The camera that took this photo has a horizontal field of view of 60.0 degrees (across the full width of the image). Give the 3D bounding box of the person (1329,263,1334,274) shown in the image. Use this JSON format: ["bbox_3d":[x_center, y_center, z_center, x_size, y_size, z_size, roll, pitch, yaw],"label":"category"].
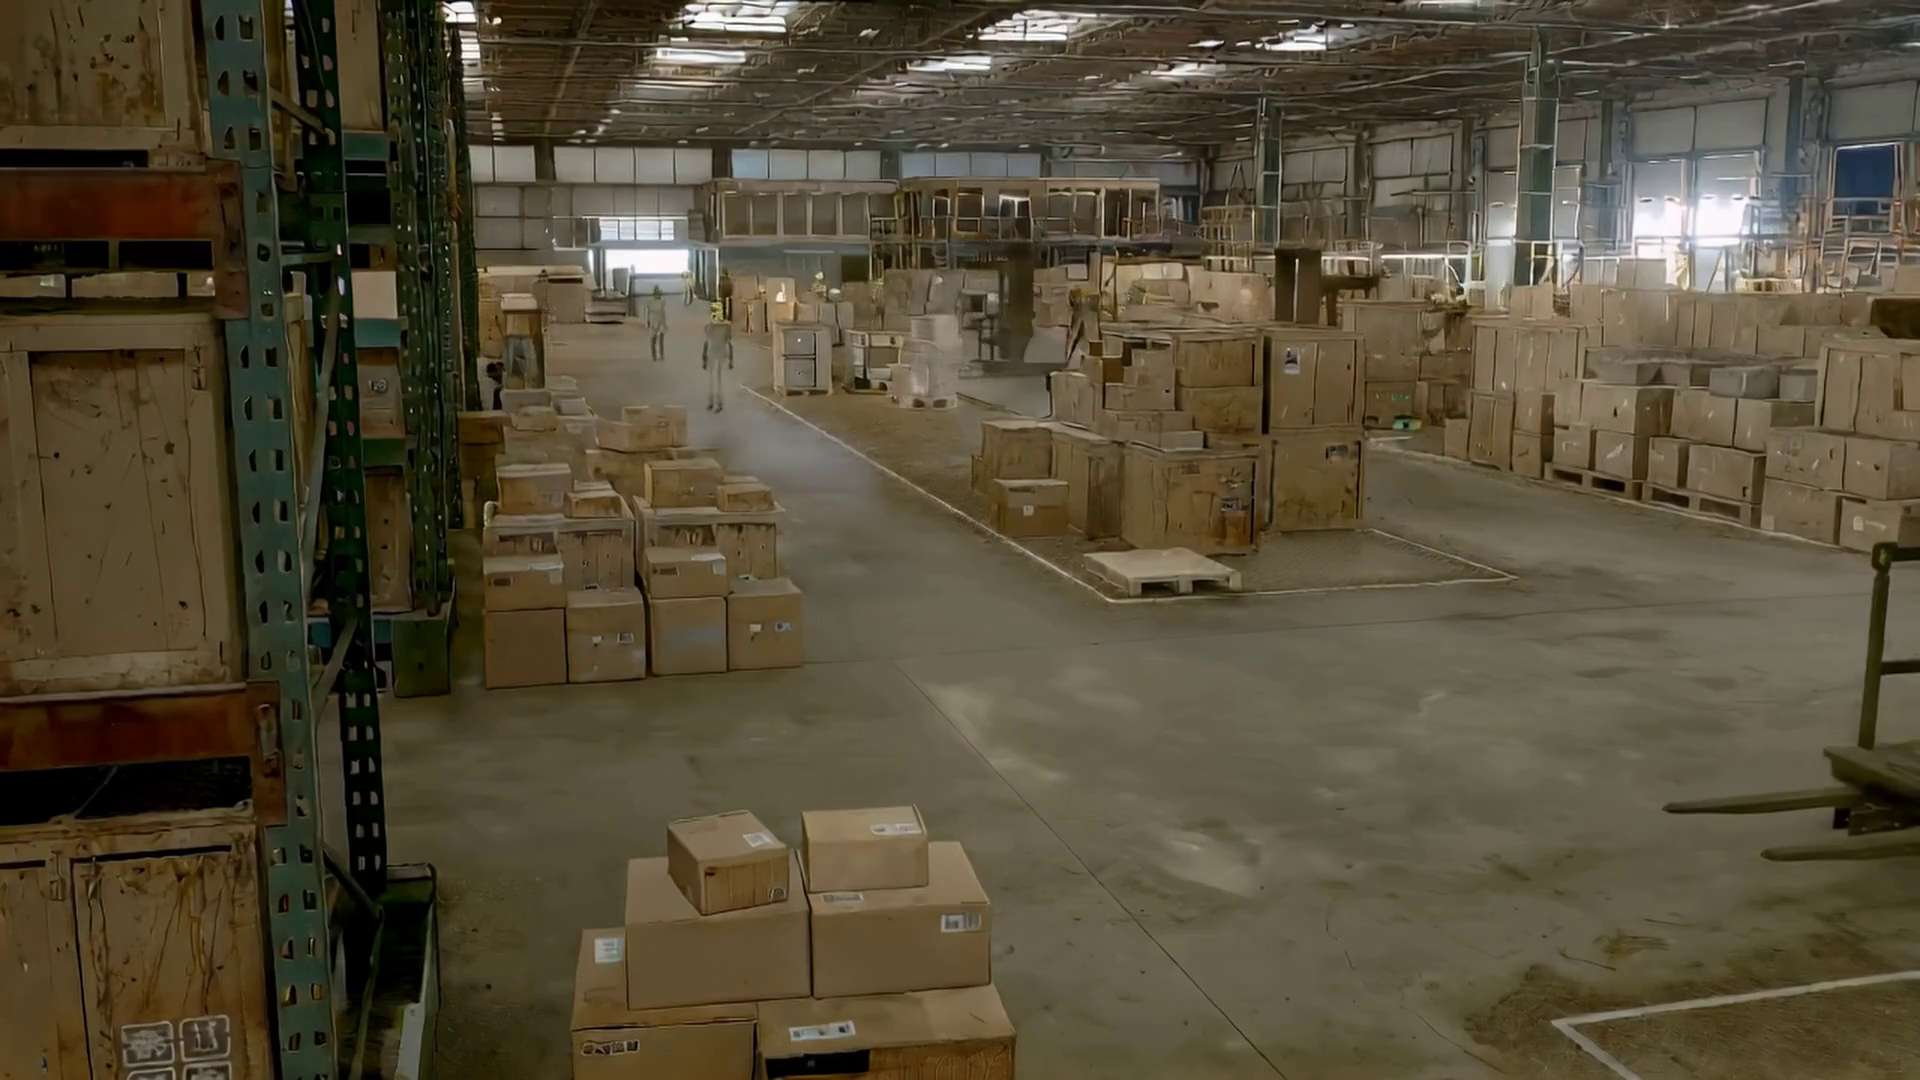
[{"bbox_3d":[19.233,-13.330,86.151,0.622,1.996,0.371,-7,12,-34],"label":"person"}]

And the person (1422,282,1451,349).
[{"bbox_3d":[13.417,-6.247,46.414,0.932,1.887,0.602,3,10,15],"label":"person"}]

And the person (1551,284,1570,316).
[{"bbox_3d":[14.885,-5.372,41.284,0.585,1.929,0.370,4,11,22],"label":"person"}]

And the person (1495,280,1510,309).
[{"bbox_3d":[19.086,-8.297,58.500,0.532,1.699,0.319,-2,10,-10],"label":"person"}]

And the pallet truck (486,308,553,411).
[{"bbox_3d":[-6.242,-2.418,24.362,0.823,1.965,1.885,1,10,3],"label":"pallet truck"}]

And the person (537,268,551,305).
[{"bbox_3d":[-16.573,-9.811,66.175,0.618,2.026,0.690,2,10,11],"label":"person"}]

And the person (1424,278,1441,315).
[{"bbox_3d":[15.580,-7.679,54.644,0.657,1.821,0.630,-2,10,-13],"label":"person"}]

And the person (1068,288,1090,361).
[{"bbox_3d":[2.683,-4.866,38.479,1.034,1.907,0.639,-1,10,-7],"label":"person"}]

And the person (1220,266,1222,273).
[{"bbox_3d":[12.579,-12.065,79.204,0.550,1.926,0.569,-4,11,-19],"label":"person"}]

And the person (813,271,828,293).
[{"bbox_3d":[-4.883,-8.446,58.379,0.536,2.000,0.681,-3,11,-19],"label":"person"}]

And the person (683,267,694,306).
[{"bbox_3d":[-13.173,-12.288,80.576,0.576,1.884,0.354,5,11,25],"label":"person"}]

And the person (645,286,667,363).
[{"bbox_3d":[-7.558,-5.375,41.408,0.559,1.904,0.949,-3,10,-16],"label":"person"}]

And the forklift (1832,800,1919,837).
[{"bbox_3d":[5.300,0.104,7.586,1.873,2.768,1.129,-3,10,-15],"label":"forklift"}]

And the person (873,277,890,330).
[{"bbox_3d":[-2.568,-7.770,55.071,0.563,1.851,0.524,-10,14,-43],"label":"person"}]

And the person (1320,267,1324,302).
[{"bbox_3d":[17.493,-12.359,80.852,0.594,1.925,0.368,6,12,30],"label":"person"}]

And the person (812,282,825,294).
[{"bbox_3d":[-4.504,-7.360,53.118,0.533,1.731,0.866,0,10,1],"label":"person"}]

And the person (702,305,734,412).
[{"bbox_3d":[-4.190,-3.114,28.707,0.568,1.851,0.643,0,10,0],"label":"person"}]

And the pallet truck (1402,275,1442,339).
[{"bbox_3d":[14.620,-7.324,52.145,0.823,1.965,1.885,8,13,40],"label":"pallet truck"}]

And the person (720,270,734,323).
[{"bbox_3d":[-8.744,-9.126,62.359,0.377,1.995,0.608,10,14,44],"label":"person"}]

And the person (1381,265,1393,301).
[{"bbox_3d":[20.748,-12.370,80.856,0.603,1.950,0.388,7,12,34],"label":"person"}]

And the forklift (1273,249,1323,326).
[{"bbox_3d":[4.855,-2.824,24.162,1.873,2.768,1.129,-3,10,-15],"label":"forklift"}]

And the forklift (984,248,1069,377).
[{"bbox_3d":[1.386,-5.040,36.712,1.873,2.768,1.129,-3,10,-15],"label":"forklift"}]

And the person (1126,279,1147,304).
[{"bbox_3d":[5.480,-7.200,51.820,0.651,1.880,1.078,1,10,6],"label":"person"}]
